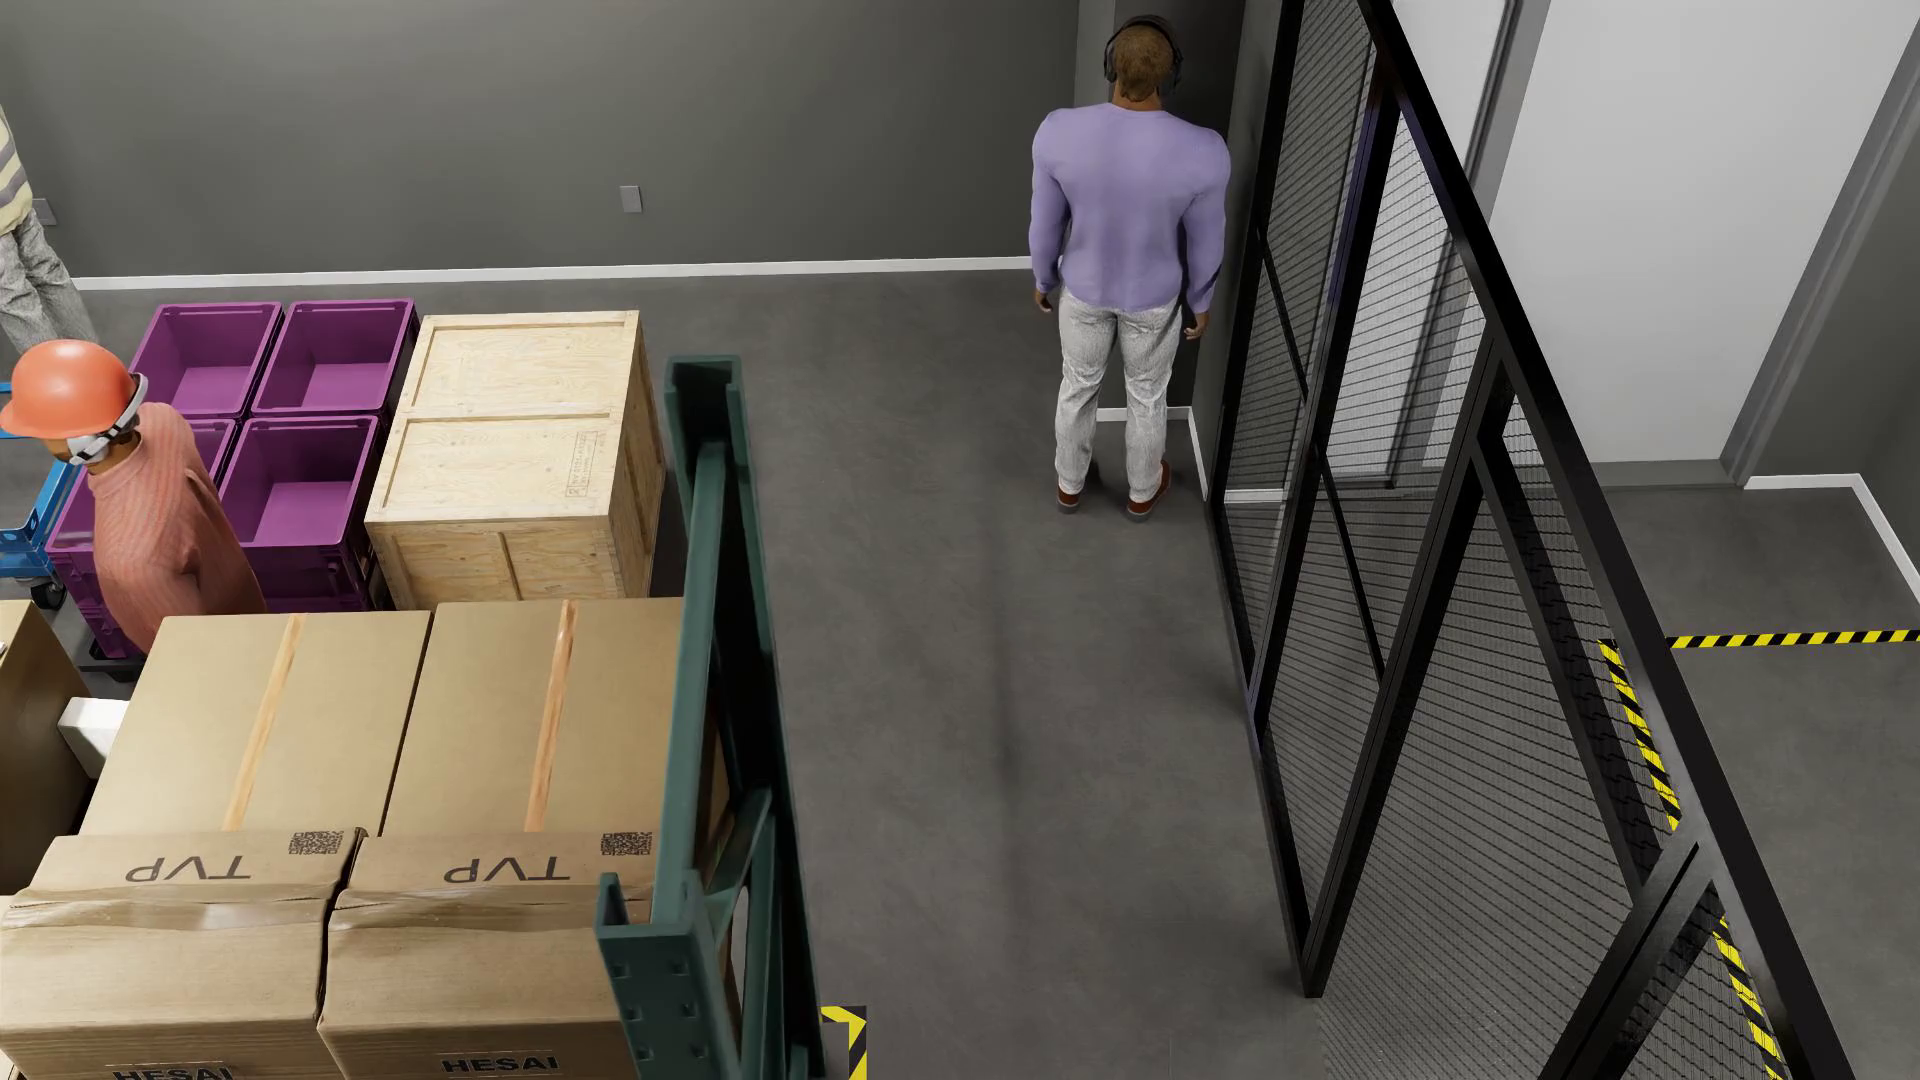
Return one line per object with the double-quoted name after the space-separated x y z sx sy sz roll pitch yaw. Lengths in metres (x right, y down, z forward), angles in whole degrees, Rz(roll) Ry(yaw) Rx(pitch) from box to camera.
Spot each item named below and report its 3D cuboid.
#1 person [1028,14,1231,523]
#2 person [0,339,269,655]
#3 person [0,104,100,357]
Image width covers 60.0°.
0.542 -0.843 5.561 0.635 1.937 0.352 10 47 9 "person"
-2.038 0.254 4.476 0.376 1.995 0.609 -12 48 -11 "person"
-3.538 -1.193 5.968 0.403 1.833 0.591 1 46 1 "person"
